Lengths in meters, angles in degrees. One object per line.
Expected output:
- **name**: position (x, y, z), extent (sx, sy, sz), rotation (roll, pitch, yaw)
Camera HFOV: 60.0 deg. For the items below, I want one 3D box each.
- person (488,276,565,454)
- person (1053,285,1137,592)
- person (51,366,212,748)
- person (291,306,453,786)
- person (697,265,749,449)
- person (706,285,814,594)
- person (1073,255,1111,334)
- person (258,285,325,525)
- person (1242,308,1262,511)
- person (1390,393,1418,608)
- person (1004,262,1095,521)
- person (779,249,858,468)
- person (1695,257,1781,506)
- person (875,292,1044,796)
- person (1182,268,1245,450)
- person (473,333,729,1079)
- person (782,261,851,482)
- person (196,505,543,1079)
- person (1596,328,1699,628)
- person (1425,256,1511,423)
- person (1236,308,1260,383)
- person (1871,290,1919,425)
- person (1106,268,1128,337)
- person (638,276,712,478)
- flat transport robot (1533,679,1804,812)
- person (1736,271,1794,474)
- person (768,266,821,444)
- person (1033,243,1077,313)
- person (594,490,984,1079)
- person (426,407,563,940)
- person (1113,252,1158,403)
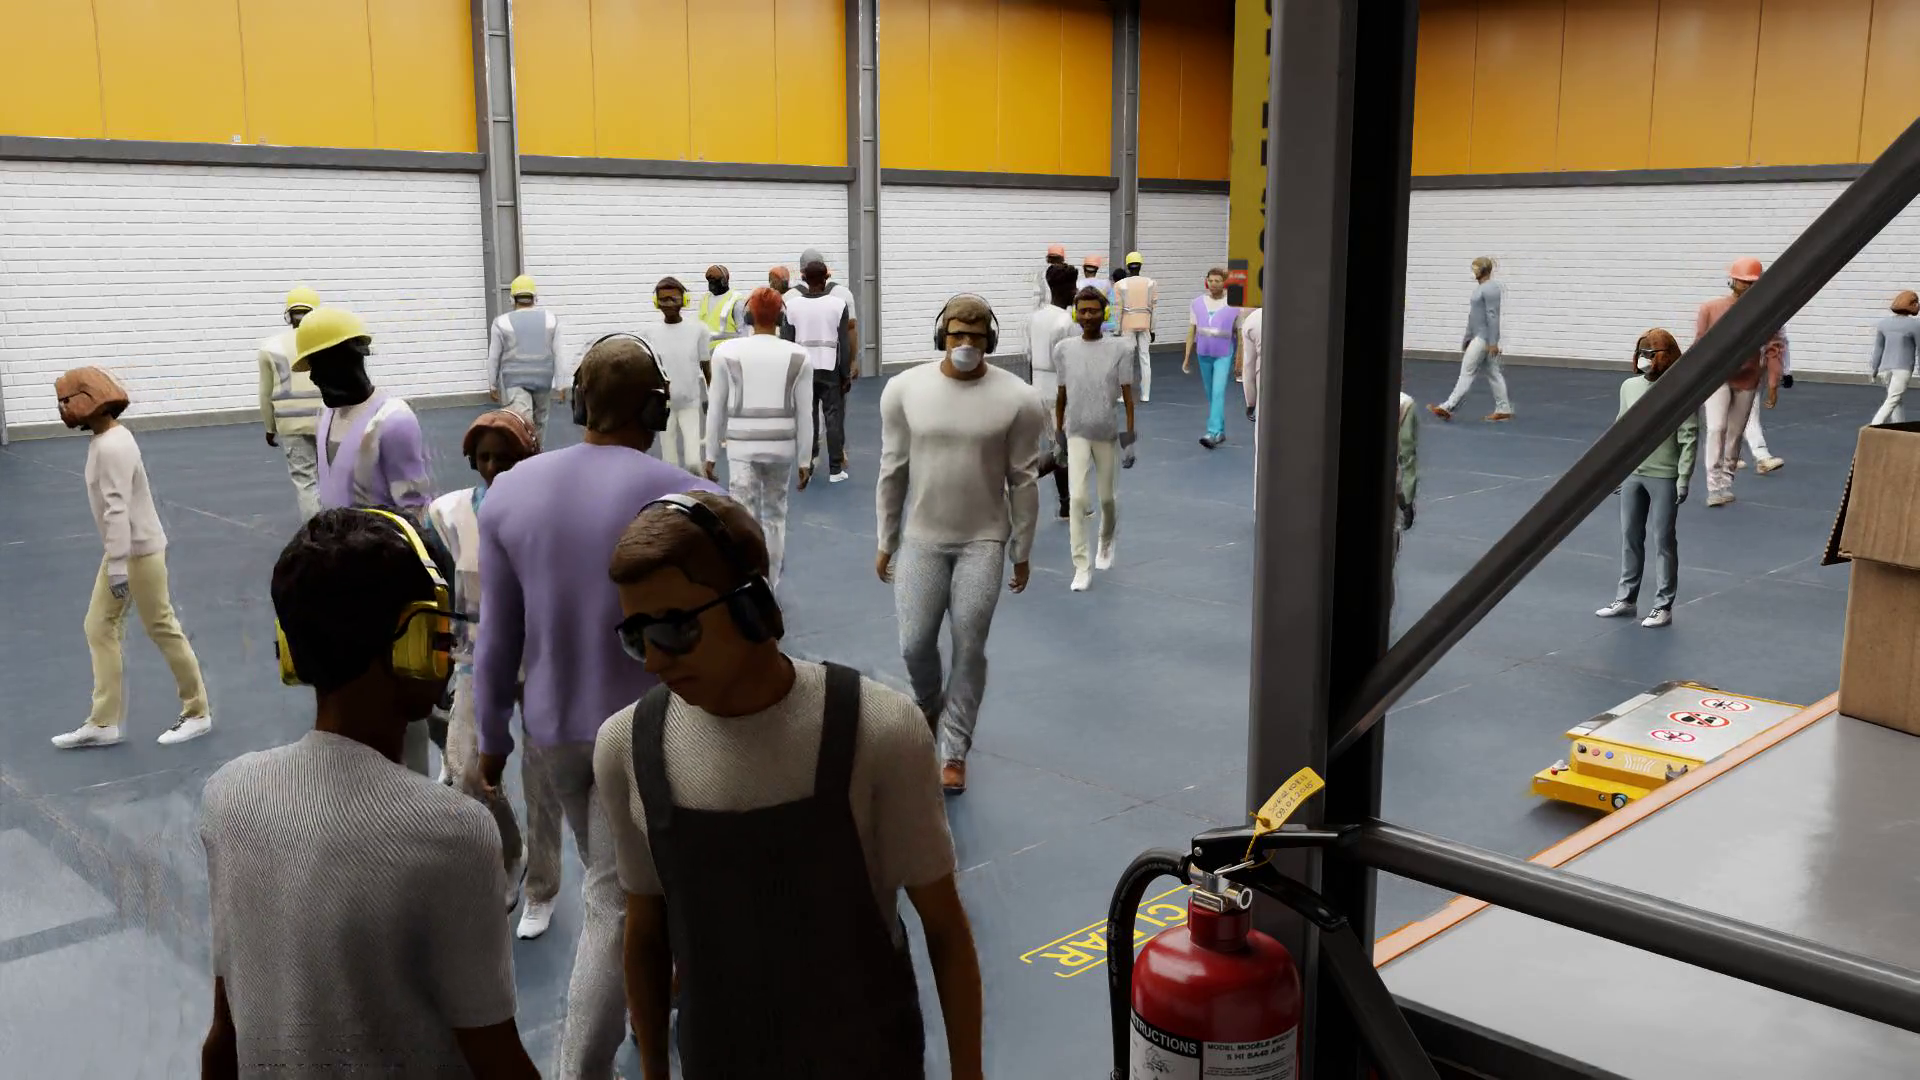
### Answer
- **person**: position (-3.733, -1.365, 14.276), extent (0.621, 1.779, 0.916), rotation (-5, 12, -25)
- **person**: position (0.839, -0.653, 10.265), extent (0.527, 1.839, 0.880), rotation (2, 11, 11)
- **person**: position (-3.508, 0.082, 6.893), extent (0.693, 1.585, 0.608), rotation (-7, 13, -34)
- **person**: position (-2.025, 0.099, 6.018), extent (0.630, 1.887, 0.595), rotation (10, 14, 43)
- **person**: position (-2.408, -1.835, 16.712), extent (0.621, 1.838, 0.429), rotation (7, 13, 35)
- **person**: position (-1.090, -0.466, 9.184), extent (0.618, 1.863, 0.811), rotation (-2, 11, -12)
- **person**: position (1.691, -2.778, 21.766), extent (0.539, 1.869, 0.984), rotation (-2, 11, -11)
- **person**: position (-4.264, -0.753, 10.897), extent (0.588, 1.808, 0.488), rotation (-6, 12, -30)
- **person**: position (2.376, -1.028, 12.107), extent (0.641, 1.912, 0.410), rotation (4, 11, 21)
- **person**: position (2.040, -0.203, 8.375), extent (0.522, 1.622, 0.628), rotation (4, 11, 22)
- **person**: position (0.662, -1.068, 12.232), extent (0.768, 1.943, 0.618), rotation (-6, 12, -28)
- **person**: position (-1.316, -1.695, 15.389), extent (0.725, 2.000, 0.598), rotation (-1, 10, -6)
- **person**: position (6.114, -1.232, 13.085), extent (0.634, 1.952, 0.889), rotation (2, 11, 11)
- **person**: position (-0.003, 0.008, 6.423), extent (0.650, 1.919, 0.506), rotation (1, 10, 3)
- **person**: position (2.553, -1.826, 16.746), extent (0.564, 1.798, 0.981), rotation (7, 12, 32)
- **person**: position (-0.771, 0.450, 4.063), extent (0.662, 1.895, 0.940), rotation (3, 11, 16)
- **person**: position (-1.231, -1.450, 14.403), extent (0.588, 1.913, 0.390), rotation (1, 10, 3)
- **person**: position (-0.743, 0.873, 2.019), extent (0.592, 1.816, 0.936), rotation (8, 13, 37)
- **person**: position (3.779, -0.341, 9.111), extent (0.268, 1.632, 0.507), rotation (-6, 12, -29)
- **person**: position (5.843, -2.272, 18.935), extent (1.014, 1.884, 0.658), rotation (2, 11, 8)
- **person**: position (4.229, -3.206, 23.982), extent (0.641, 1.913, 0.407), rotation (9, 14, 41)
- **person**: position (9.358, -1.694, 16.607), extent (0.856, 1.591, 0.516), rotation (-4, 11, -23)
- **person**: position (2.266, -3.074, 23.925), extent (0.532, 1.666, 0.744), rotation (0, 10, 0)
- **person**: position (-1.971, -0.917, 11.669), extent (0.532, 1.849, 0.409), rotation (0, 10, -1)
- **flat transport robot**: position (2.877, 0.814, 6.533), extent (0.652, 0.197, 1.431), rotation (10, 14, 42)
- **person**: position (7.216, -1.500, 14.963), extent (0.648, 1.800, 0.919), rotation (-4, 11, -19)
- **person**: position (-1.702, -1.790, 16.486), extent (0.572, 1.853, 0.899), rotation (7, 12, 32)
- **person**: position (1.294, -3.033, 22.714), extent (0.621, 2.030, 0.665), rotation (3, 11, 14)
- **person**: position (-0.224, 0.788, 2.539), extent (0.591, 1.799, 0.846), rotation (1, 10, 6)
- **person**: position (-1.346, 0.409, 5.028), extent (0.541, 1.622, 0.368), rotation (0, 10, -1)
- **person**: position (2.221, -2.701, 21.214), extent (0.585, 1.917, 0.382), rotation (-2, 11, -13)
